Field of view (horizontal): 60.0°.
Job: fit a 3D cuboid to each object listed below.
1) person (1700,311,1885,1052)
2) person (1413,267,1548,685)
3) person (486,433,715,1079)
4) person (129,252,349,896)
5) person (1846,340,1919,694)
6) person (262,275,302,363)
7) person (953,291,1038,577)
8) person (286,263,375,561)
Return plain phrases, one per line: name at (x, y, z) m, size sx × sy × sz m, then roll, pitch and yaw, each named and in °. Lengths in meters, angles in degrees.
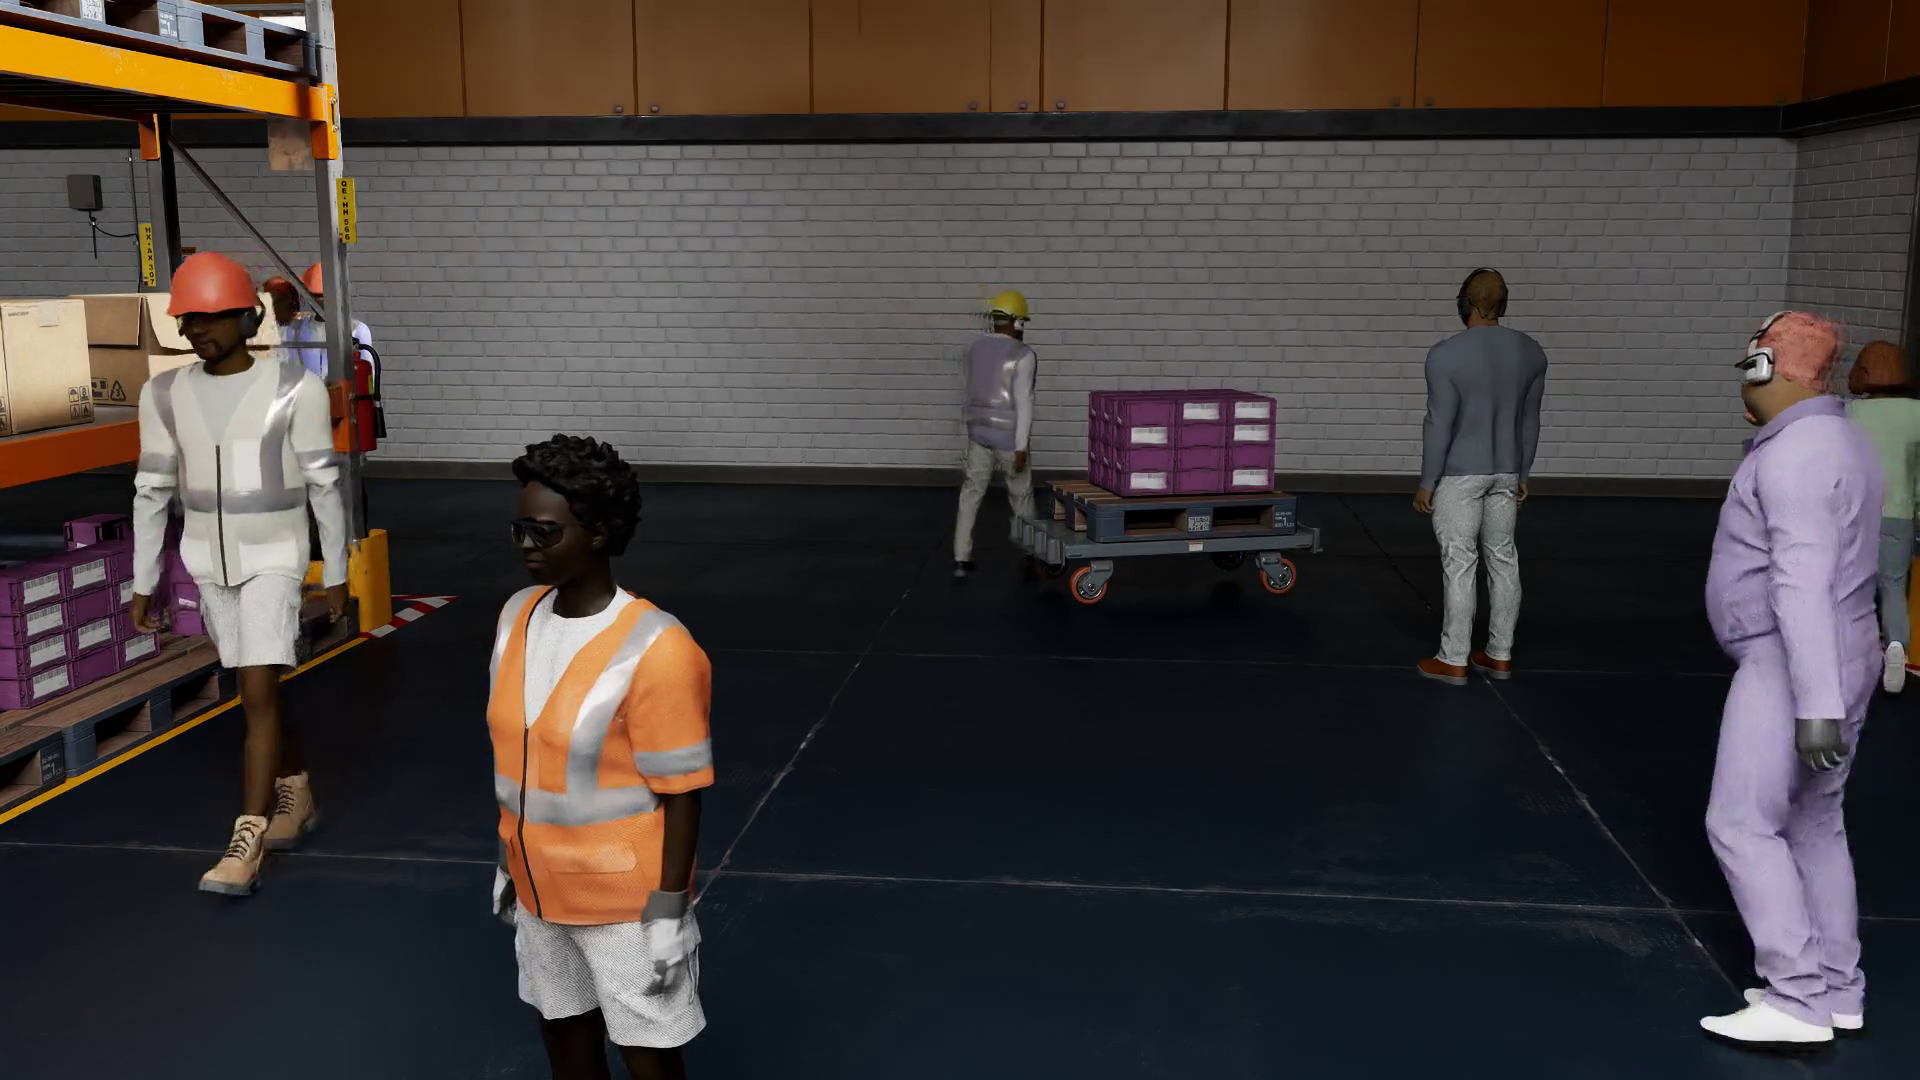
person at (2.163, 0.356, 4.278) m, size 0.501 × 1.867 × 0.668 m, roll 9°, pitch 13°, yaw 41°
person at (2.406, -0.290, 7.763) m, size 0.627 × 1.941 × 0.371 m, roll -3°, pitch 10°, yaw -19°
person at (-0.679, 0.647, 3.087) m, size 0.530 × 1.697 × 0.321 m, roll 7°, pitch 12°, yaw 37°
person at (-2.352, 0.105, 5.306) m, size 0.628 × 2.000 × 0.958 m, roll 1°, pitch 10°, yaw 4°
person at (4.173, -0.100, 7.584) m, size 0.501 × 1.612 × 0.619 m, roll 3°, pitch 10°, yaw 18°
person at (-4.300, -0.763, 10.688) m, size 0.577 × 1.859 × 0.625 m, roll 5°, pitch 11°, yaw 26°
person at (0.251, -0.655, 10.364) m, size 0.612 × 1.773 × 0.963 m, roll 8°, pitch 13°, yaw 39°
person at (-4.008, -0.781, 10.584) m, size 0.551 × 1.935 × 0.362 m, roll 0°, pitch 10°, yaw 0°
